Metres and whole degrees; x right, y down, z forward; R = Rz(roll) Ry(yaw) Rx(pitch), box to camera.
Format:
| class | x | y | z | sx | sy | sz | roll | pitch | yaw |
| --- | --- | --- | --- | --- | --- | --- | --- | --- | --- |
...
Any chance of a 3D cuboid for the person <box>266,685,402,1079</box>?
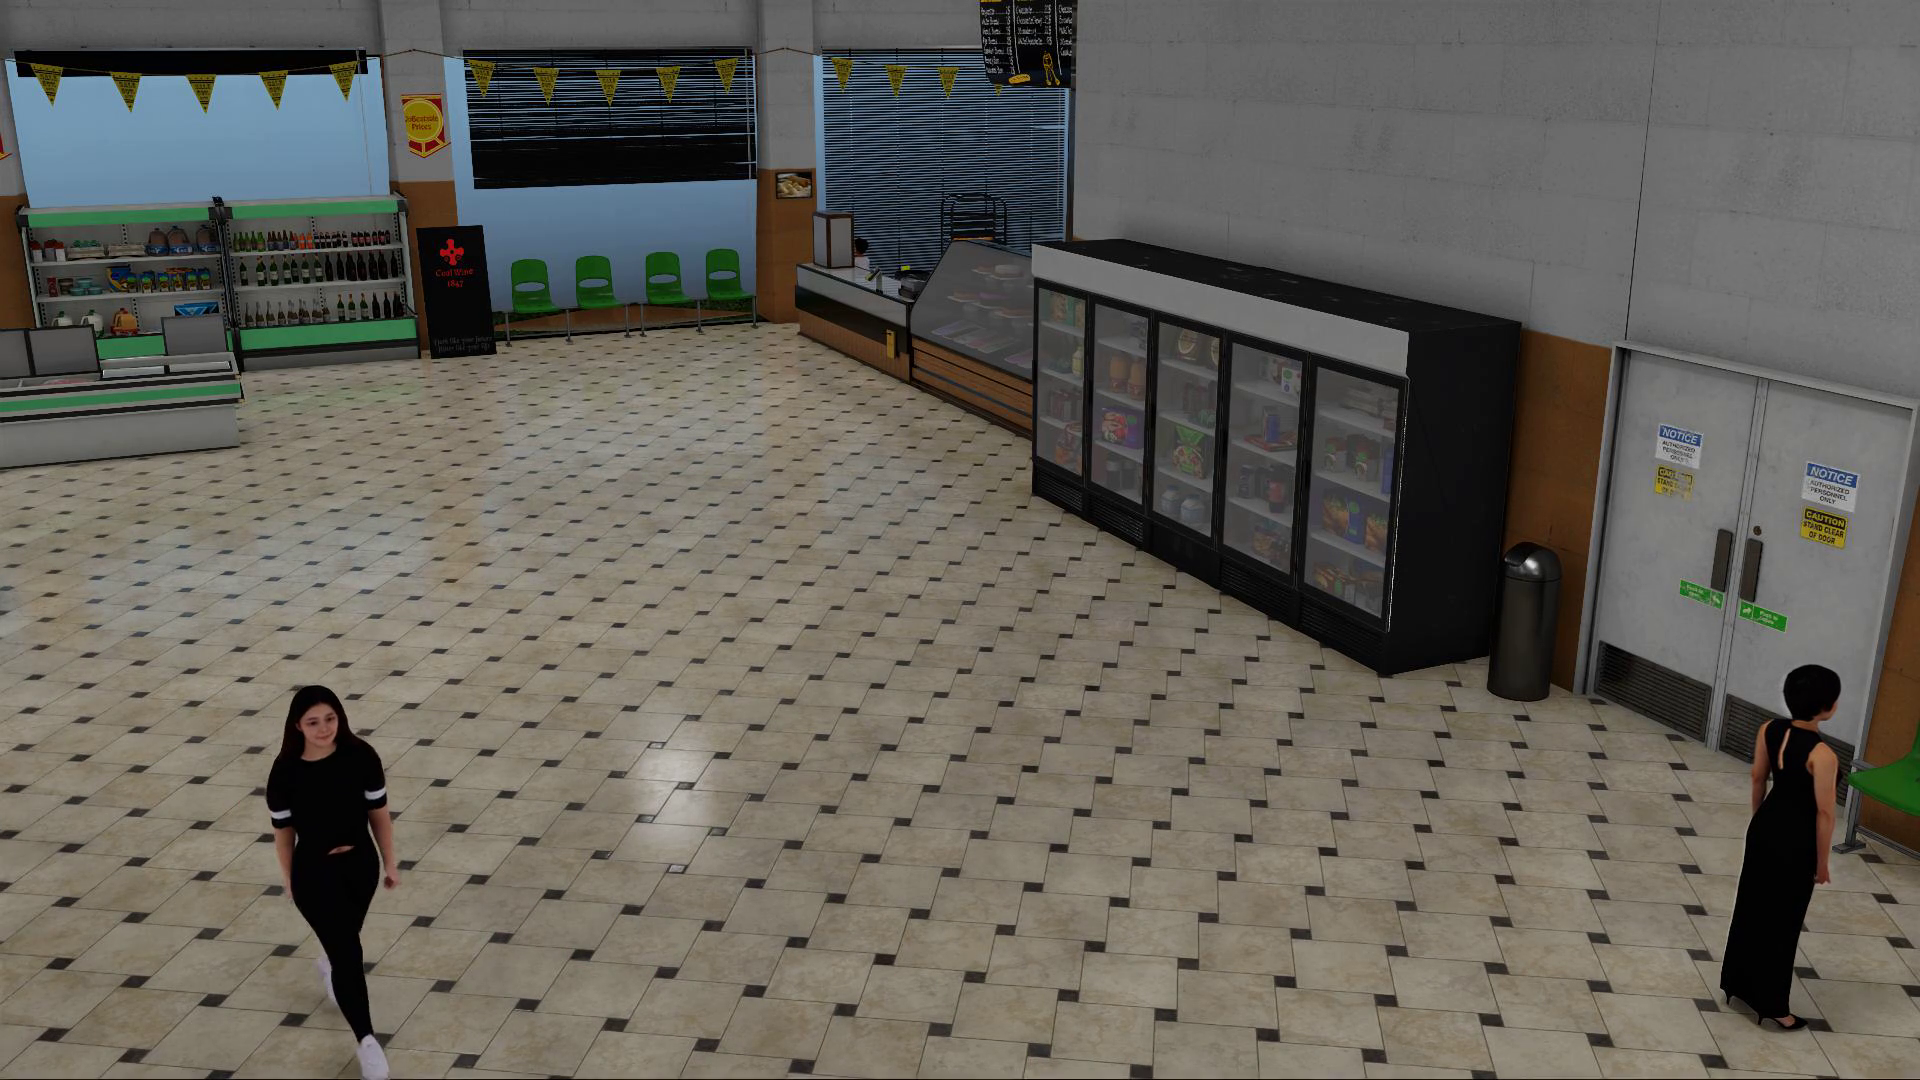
| class | x | y | z | sx | sy | sz | roll | pitch | yaw |
| --- | --- | --- | --- | --- | --- | --- | --- | --- | --- |
| person | -2.577 | 1.338 | 6.855 | 1.093 | 1.603 | 0.796 | -12 | 20 | -34 |

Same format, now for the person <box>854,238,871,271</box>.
| class | x | y | z | sx | sy | sz | roll | pitch | yaw |
| --- | --- | --- | --- | --- | --- | --- | --- | --- | --- |
| person | -1.437 | -3.772 | 24.268 | 0.523 | 1.262 | 0.613 | -16 | 23 | -42 |

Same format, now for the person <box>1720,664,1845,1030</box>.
| class | x | y | z | sx | sy | sz | roll | pitch | yaw |
| --- | --- | --- | --- | --- | --- | --- | --- | --- | --- |
| person | 3.478 | 1.284 | 7.032 | 0.571 | 1.602 | 0.619 | -5 | 17 | -15 |
